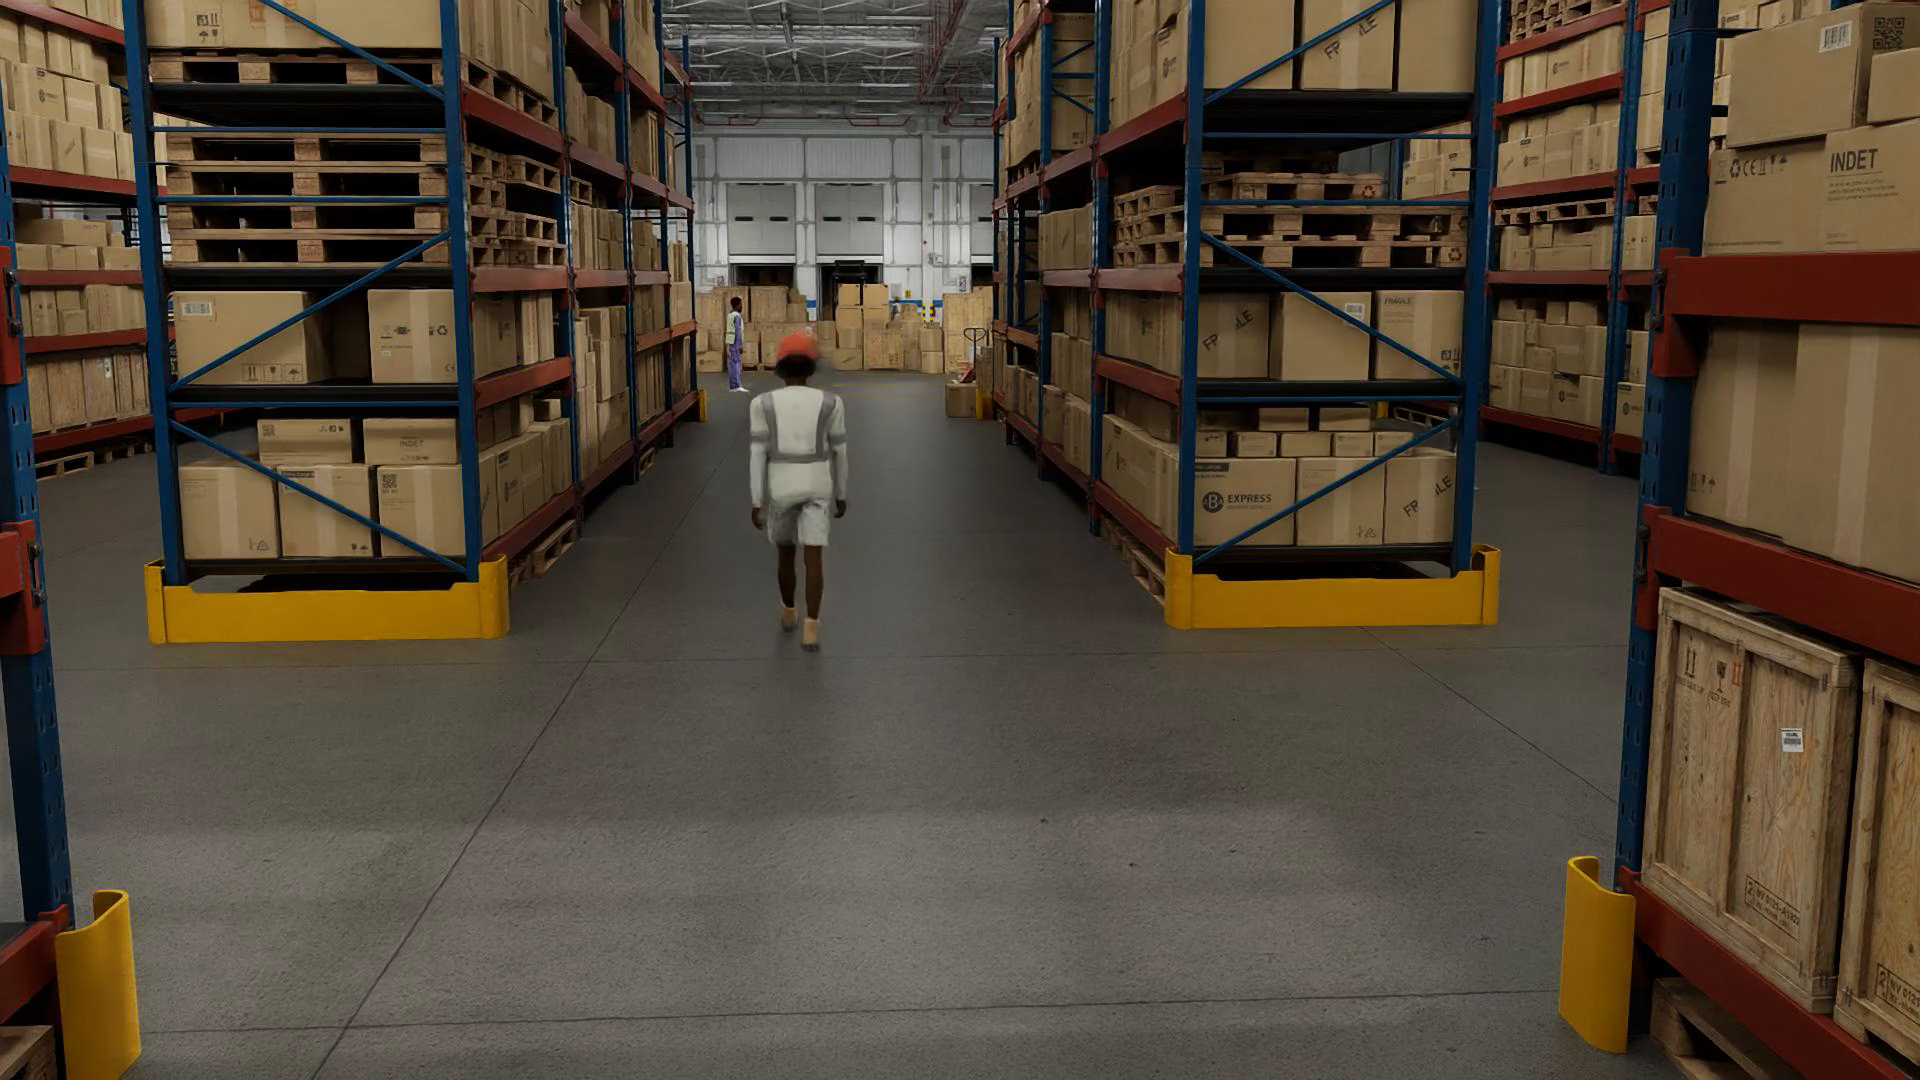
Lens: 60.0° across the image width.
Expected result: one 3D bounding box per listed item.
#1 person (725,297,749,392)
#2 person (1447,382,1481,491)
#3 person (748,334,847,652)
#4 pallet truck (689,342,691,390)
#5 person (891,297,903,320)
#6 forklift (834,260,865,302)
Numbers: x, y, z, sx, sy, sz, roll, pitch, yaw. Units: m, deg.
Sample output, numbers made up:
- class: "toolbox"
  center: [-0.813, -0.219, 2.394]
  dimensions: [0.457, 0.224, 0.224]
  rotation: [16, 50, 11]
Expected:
- class: "person"
  center: [-4.530, -3.945, 33.603]
  dimensions: [0.392, 1.922, 0.591]
  rotation: [-4, 10, -25]
- class: "person"
  center: [5.527, -1.360, 18.265]
  dimensions: [0.311, 1.636, 0.523]
  rotation: [-1, 9, -3]
- class: "person"
  center: [-1.035, -0.315, 10.636]
  dimensions: [0.620, 1.984, 1.063]
  rotation: [-1, 9, -5]
- class: "pallet truck"
  center: [-5.225, -3.008, 27.480]
  dimensions: [1.885, 1.965, 0.823]
  rotation: [2, 9, 14]
- class: "person"
  center: [-2.164, -7.612, 57.597]
  dimensions: [0.341, 1.622, 0.557]
  rotation: [6, 11, 35]
- class: "forklift"
  center: [-3.398, -7.256, 51.392]
  dimensions: [1.129, 2.768, 1.873]
  rotation: [-1, 9, -4]
